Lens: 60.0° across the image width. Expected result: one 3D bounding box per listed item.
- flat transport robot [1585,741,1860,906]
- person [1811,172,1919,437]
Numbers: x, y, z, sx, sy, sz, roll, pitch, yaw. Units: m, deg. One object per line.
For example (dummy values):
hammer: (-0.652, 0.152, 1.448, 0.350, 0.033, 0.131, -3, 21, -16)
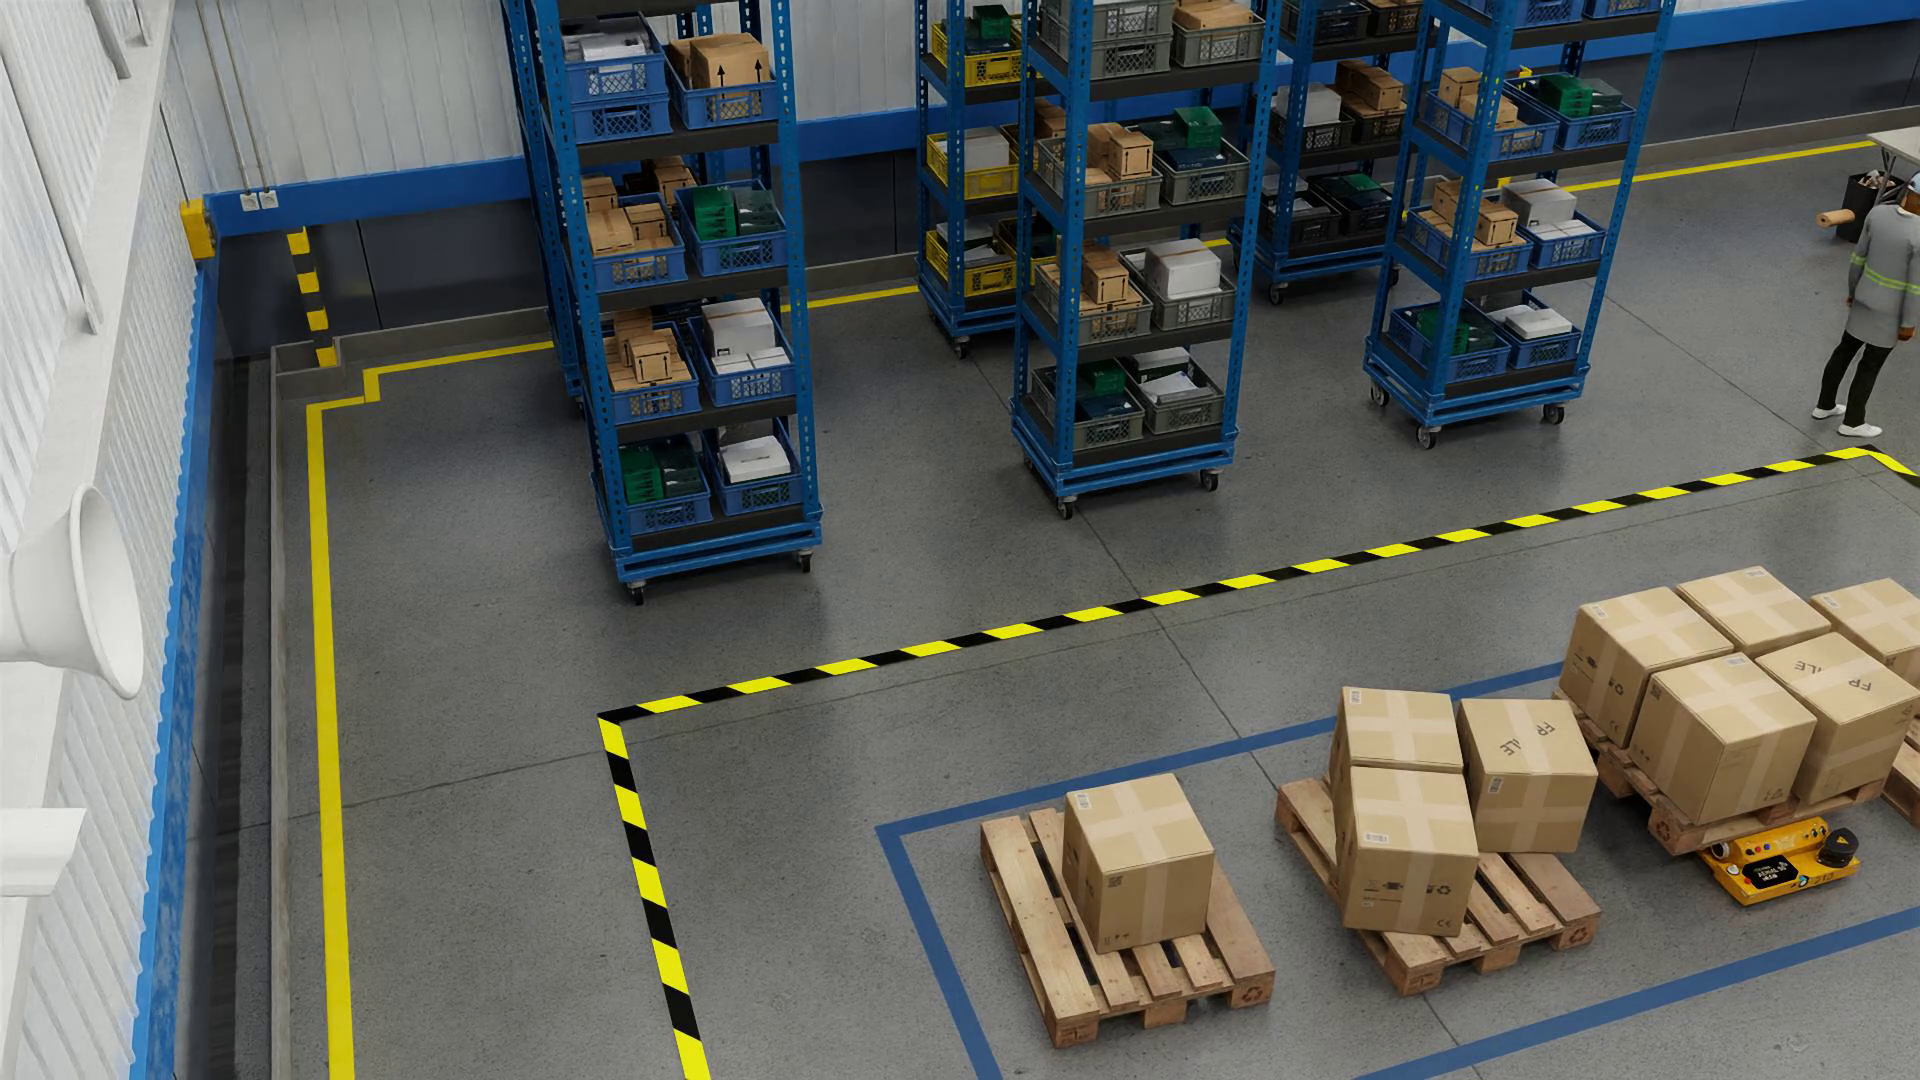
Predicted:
flat transport robot: (3.738, 1.188, 8.347, 0.652, 0.197, 1.431, -11, 37, -15)
person: (6.051, -1.549, 10.882, 0.396, 1.847, 0.588, -10, 36, -14)
